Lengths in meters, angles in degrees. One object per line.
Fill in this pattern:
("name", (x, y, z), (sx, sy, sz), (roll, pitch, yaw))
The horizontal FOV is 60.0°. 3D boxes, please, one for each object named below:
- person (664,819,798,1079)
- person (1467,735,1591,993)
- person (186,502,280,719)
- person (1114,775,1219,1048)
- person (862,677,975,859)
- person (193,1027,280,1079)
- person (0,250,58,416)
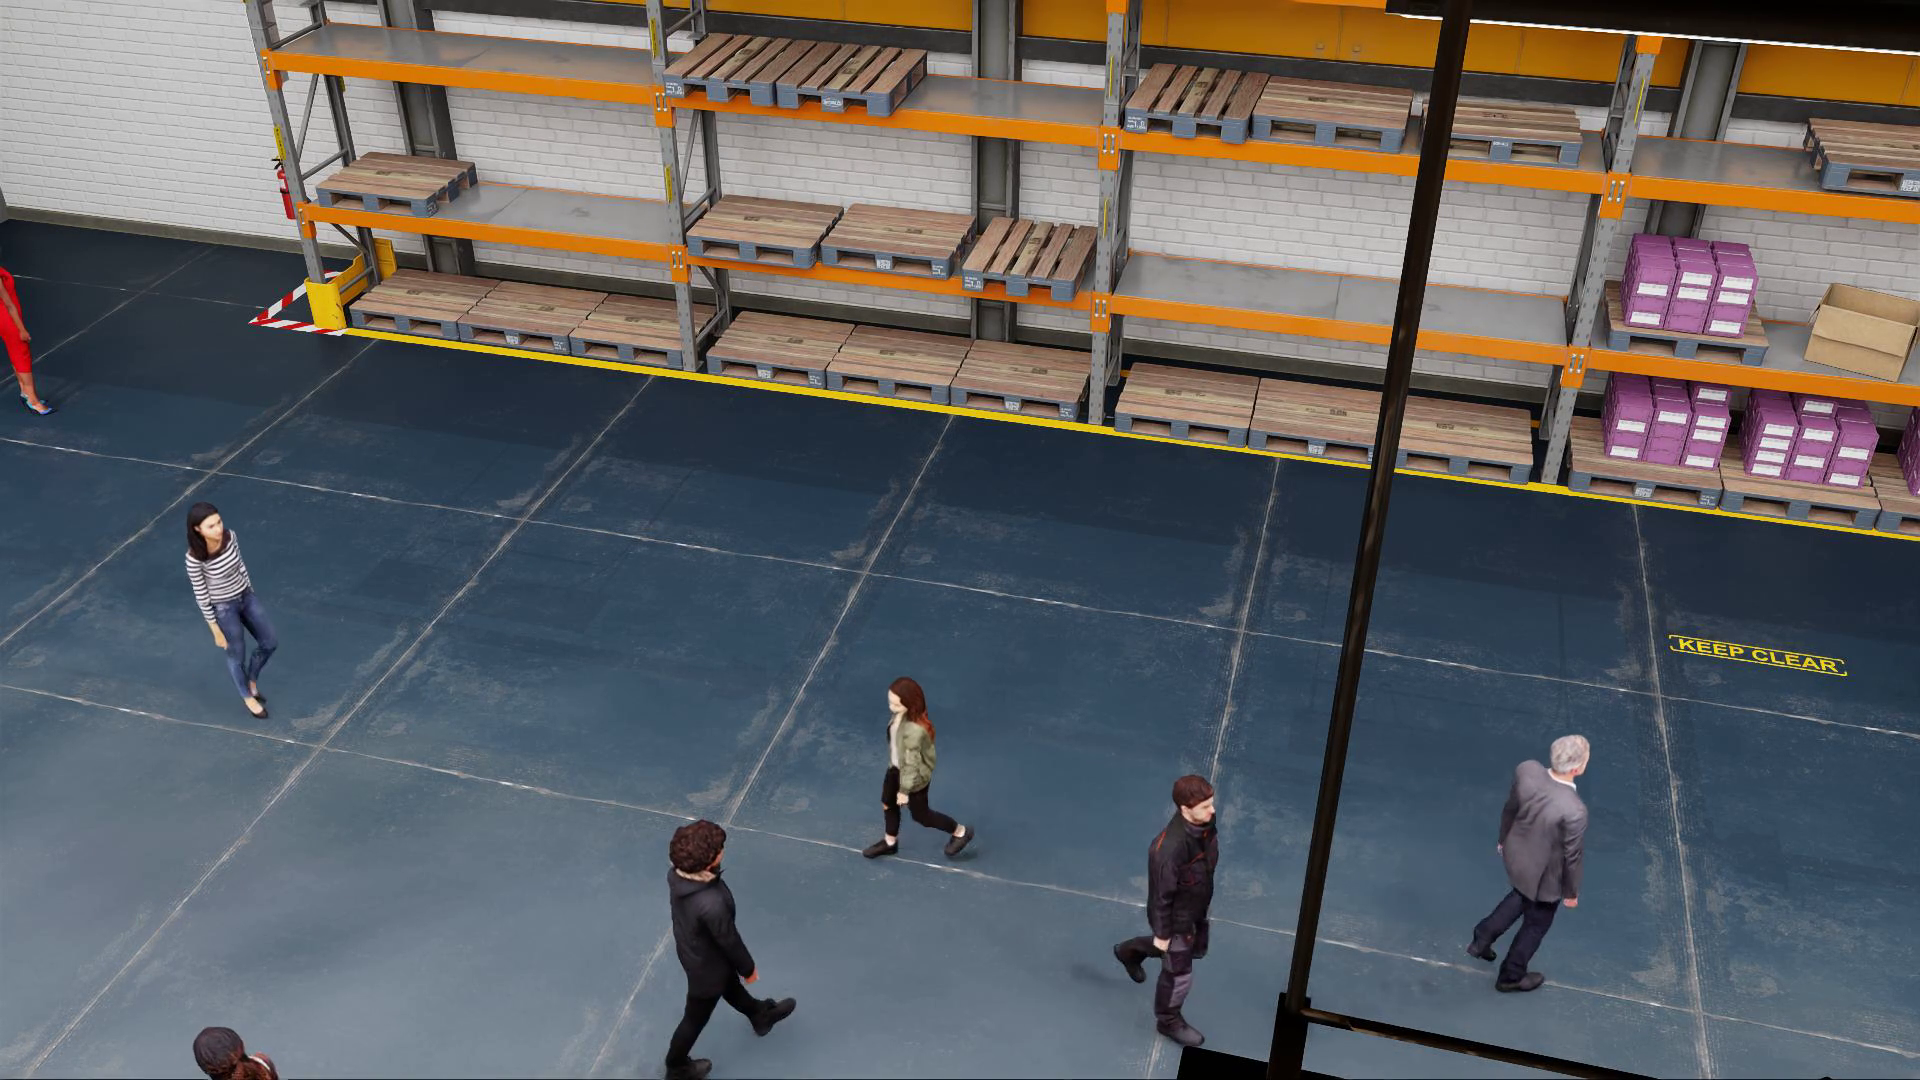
("person", (-1.396, 2.235, 8.745), (1.122, 1.733, 1.113), (-21, 39, -29))
("person", (3.154, 1.832, 9.267), (0.887, 1.826, 0.861), (-9, 35, -13))
("person", (-5.025, 0.487, 11.334), (0.657, 1.778, 0.649), (13, 36, 19))
("person", (1.118, 1.968, 9.065), (1.019, 1.823, 0.890), (21, 39, 28))
("person", (-0.243, 1.425, 10.215), (1.002, 1.453, 0.890), (-11, 35, -16))
("person", (-3.189, 2.902, 7.756), (0.876, 1.717, 0.703), (19, 38, 26))
("person", (-8.586, -1.950, 15.031), (0.704, 1.744, 0.612), (-24, 41, -32))
